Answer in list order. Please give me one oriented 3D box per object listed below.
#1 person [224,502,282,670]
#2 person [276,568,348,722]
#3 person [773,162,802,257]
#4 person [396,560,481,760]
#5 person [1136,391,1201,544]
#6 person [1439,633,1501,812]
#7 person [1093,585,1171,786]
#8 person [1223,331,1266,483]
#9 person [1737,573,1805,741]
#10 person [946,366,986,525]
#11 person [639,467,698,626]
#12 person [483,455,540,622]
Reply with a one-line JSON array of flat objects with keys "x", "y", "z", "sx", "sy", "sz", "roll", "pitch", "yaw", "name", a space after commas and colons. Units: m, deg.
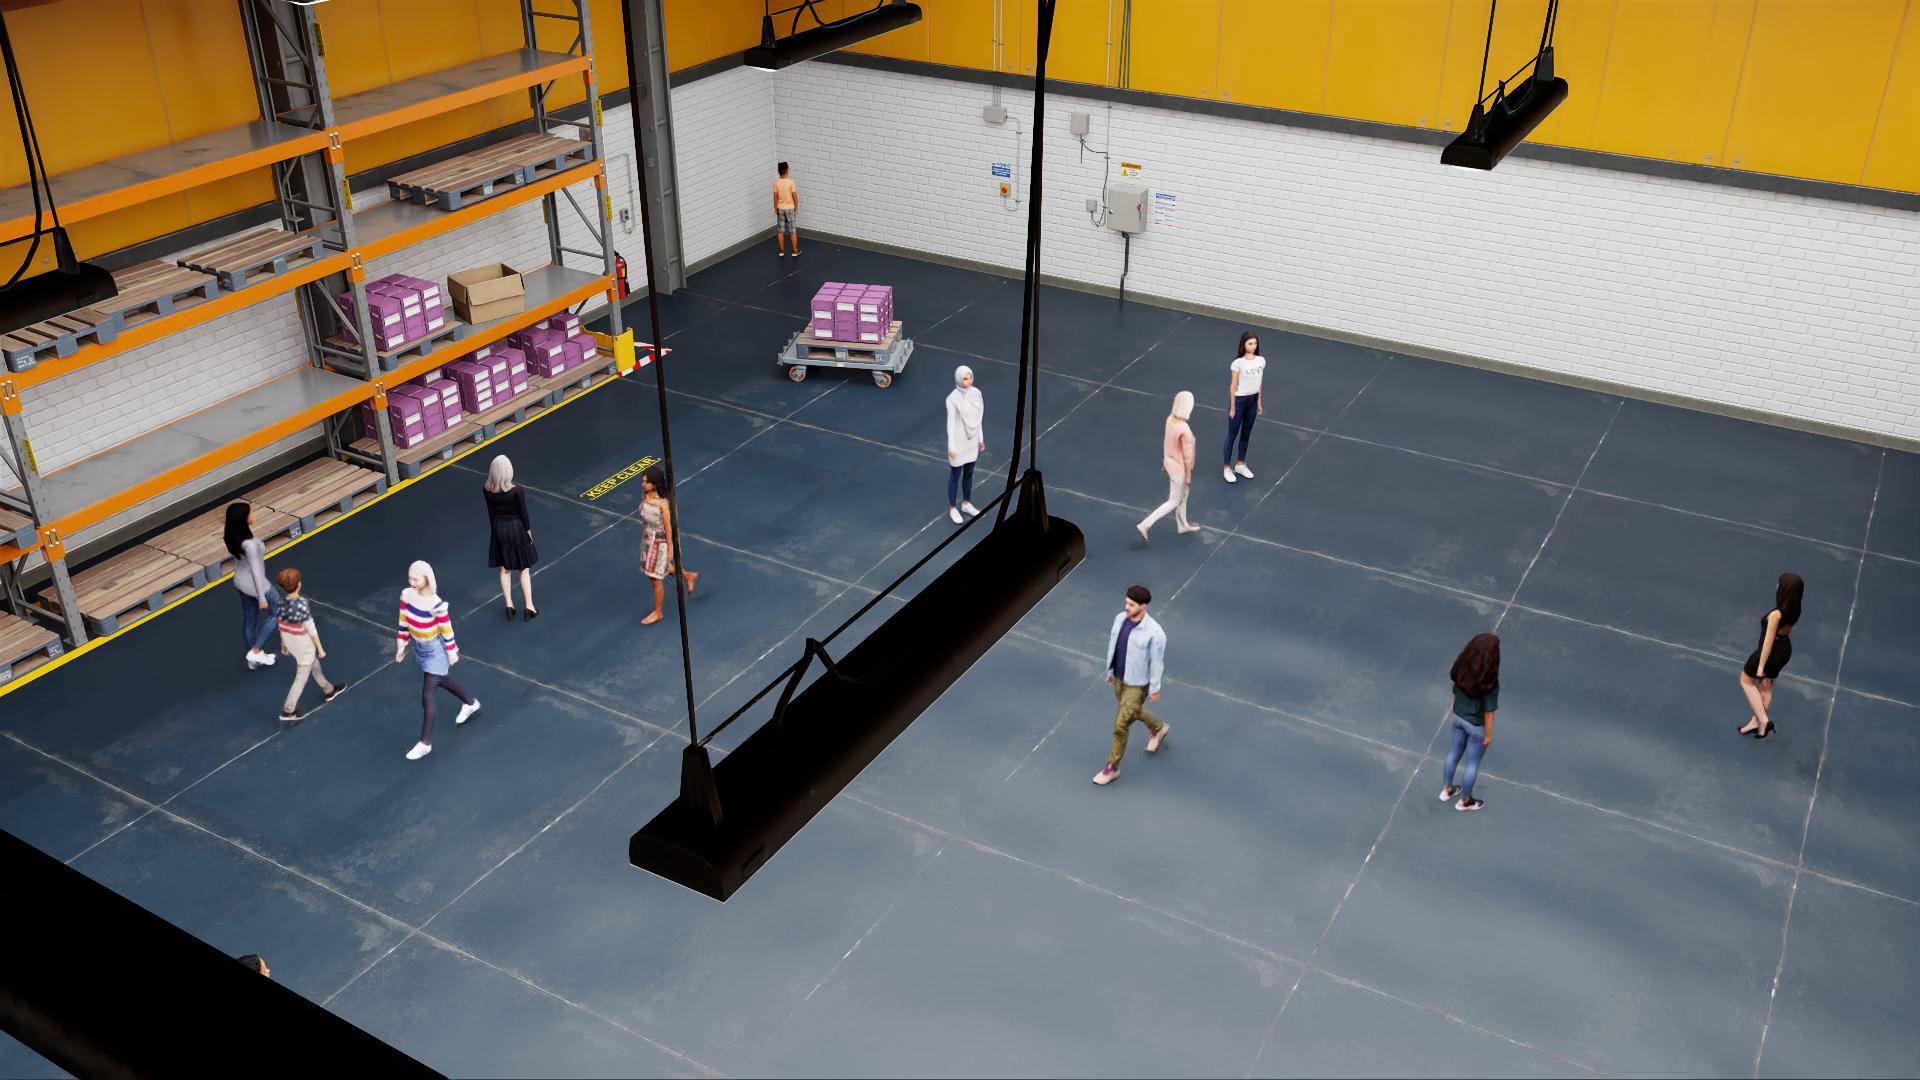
[{"x": -6.574, "y": 0.476, "z": 15.280, "sx": 0.754, "sy": 1.724, "sz": 0.693, "roll": 19, "pitch": 34, "yaw": 31, "name": "person"}, {"x": -5.889, "y": 0.955, "z": 14.729, "sx": 0.535, "sy": 1.410, "sz": 0.932, "roll": 16, "pitch": 32, "yaw": 27, "name": "person"}, {"x": -2.710, "y": -5.145, "z": 25.859, "sx": 0.593, "sy": 1.461, "sz": 0.592, "roll": 3, "pitch": 29, "yaw": 5, "name": "person"}, {"x": -4.512, "y": 0.941, "z": 14.383, "sx": 0.709, "sy": 1.766, "sz": 1.145, "roll": 17, "pitch": 33, "yaw": 29, "name": "person"}, {"x": 2.216, "y": -0.742, "z": 17.537, "sx": 1.118, "sy": 1.700, "sz": 1.005, "roll": -10, "pitch": 30, "yaw": -18, "name": "person"}, {"x": 4.171, "y": 1.473, "z": 13.566, "sx": 0.738, "sy": 1.615, "sz": 0.706, "roll": -16, "pitch": 32, "yaw": -26, "name": "person"}, {"x": 1.504, "y": 1.166, "z": 13.957, "sx": 1.266, "sy": 1.778, "sz": 0.993, "roll": -20, "pitch": 34, "yaw": -32, "name": "person"}, {"x": 3.215, "y": -1.528, "z": 18.901, "sx": 0.624, "sy": 1.774, "sz": 0.729, "roll": -14, "pitch": 32, "yaw": -24, "name": "person"}, {"x": 7.042, "y": 1.057, "z": 14.305, "sx": 0.716, "sy": 1.637, "sz": 0.772, "roll": -15, "pitch": 32, "yaw": -25, "name": "person"}, {"x": 0.037, "y": -1.057, "z": 18.036, "sx": 0.604, "sy": 1.775, "sz": 0.745, "roll": -20, "pitch": 34, "yaw": -32, "name": "person"}, {"x": -2.873, "y": 0.017, "z": 16.223, "sx": 1.035, "sy": 1.626, "sz": 0.806, "roll": -25, "pitch": 37, "yaw": -37, "name": "person"}, {"x": -4.364, "y": -0.019, "z": 16.168, "sx": 0.698, "sy": 1.742, "sz": 0.692, "roll": 4, "pitch": 29, "yaw": 7, "name": "person"}]
